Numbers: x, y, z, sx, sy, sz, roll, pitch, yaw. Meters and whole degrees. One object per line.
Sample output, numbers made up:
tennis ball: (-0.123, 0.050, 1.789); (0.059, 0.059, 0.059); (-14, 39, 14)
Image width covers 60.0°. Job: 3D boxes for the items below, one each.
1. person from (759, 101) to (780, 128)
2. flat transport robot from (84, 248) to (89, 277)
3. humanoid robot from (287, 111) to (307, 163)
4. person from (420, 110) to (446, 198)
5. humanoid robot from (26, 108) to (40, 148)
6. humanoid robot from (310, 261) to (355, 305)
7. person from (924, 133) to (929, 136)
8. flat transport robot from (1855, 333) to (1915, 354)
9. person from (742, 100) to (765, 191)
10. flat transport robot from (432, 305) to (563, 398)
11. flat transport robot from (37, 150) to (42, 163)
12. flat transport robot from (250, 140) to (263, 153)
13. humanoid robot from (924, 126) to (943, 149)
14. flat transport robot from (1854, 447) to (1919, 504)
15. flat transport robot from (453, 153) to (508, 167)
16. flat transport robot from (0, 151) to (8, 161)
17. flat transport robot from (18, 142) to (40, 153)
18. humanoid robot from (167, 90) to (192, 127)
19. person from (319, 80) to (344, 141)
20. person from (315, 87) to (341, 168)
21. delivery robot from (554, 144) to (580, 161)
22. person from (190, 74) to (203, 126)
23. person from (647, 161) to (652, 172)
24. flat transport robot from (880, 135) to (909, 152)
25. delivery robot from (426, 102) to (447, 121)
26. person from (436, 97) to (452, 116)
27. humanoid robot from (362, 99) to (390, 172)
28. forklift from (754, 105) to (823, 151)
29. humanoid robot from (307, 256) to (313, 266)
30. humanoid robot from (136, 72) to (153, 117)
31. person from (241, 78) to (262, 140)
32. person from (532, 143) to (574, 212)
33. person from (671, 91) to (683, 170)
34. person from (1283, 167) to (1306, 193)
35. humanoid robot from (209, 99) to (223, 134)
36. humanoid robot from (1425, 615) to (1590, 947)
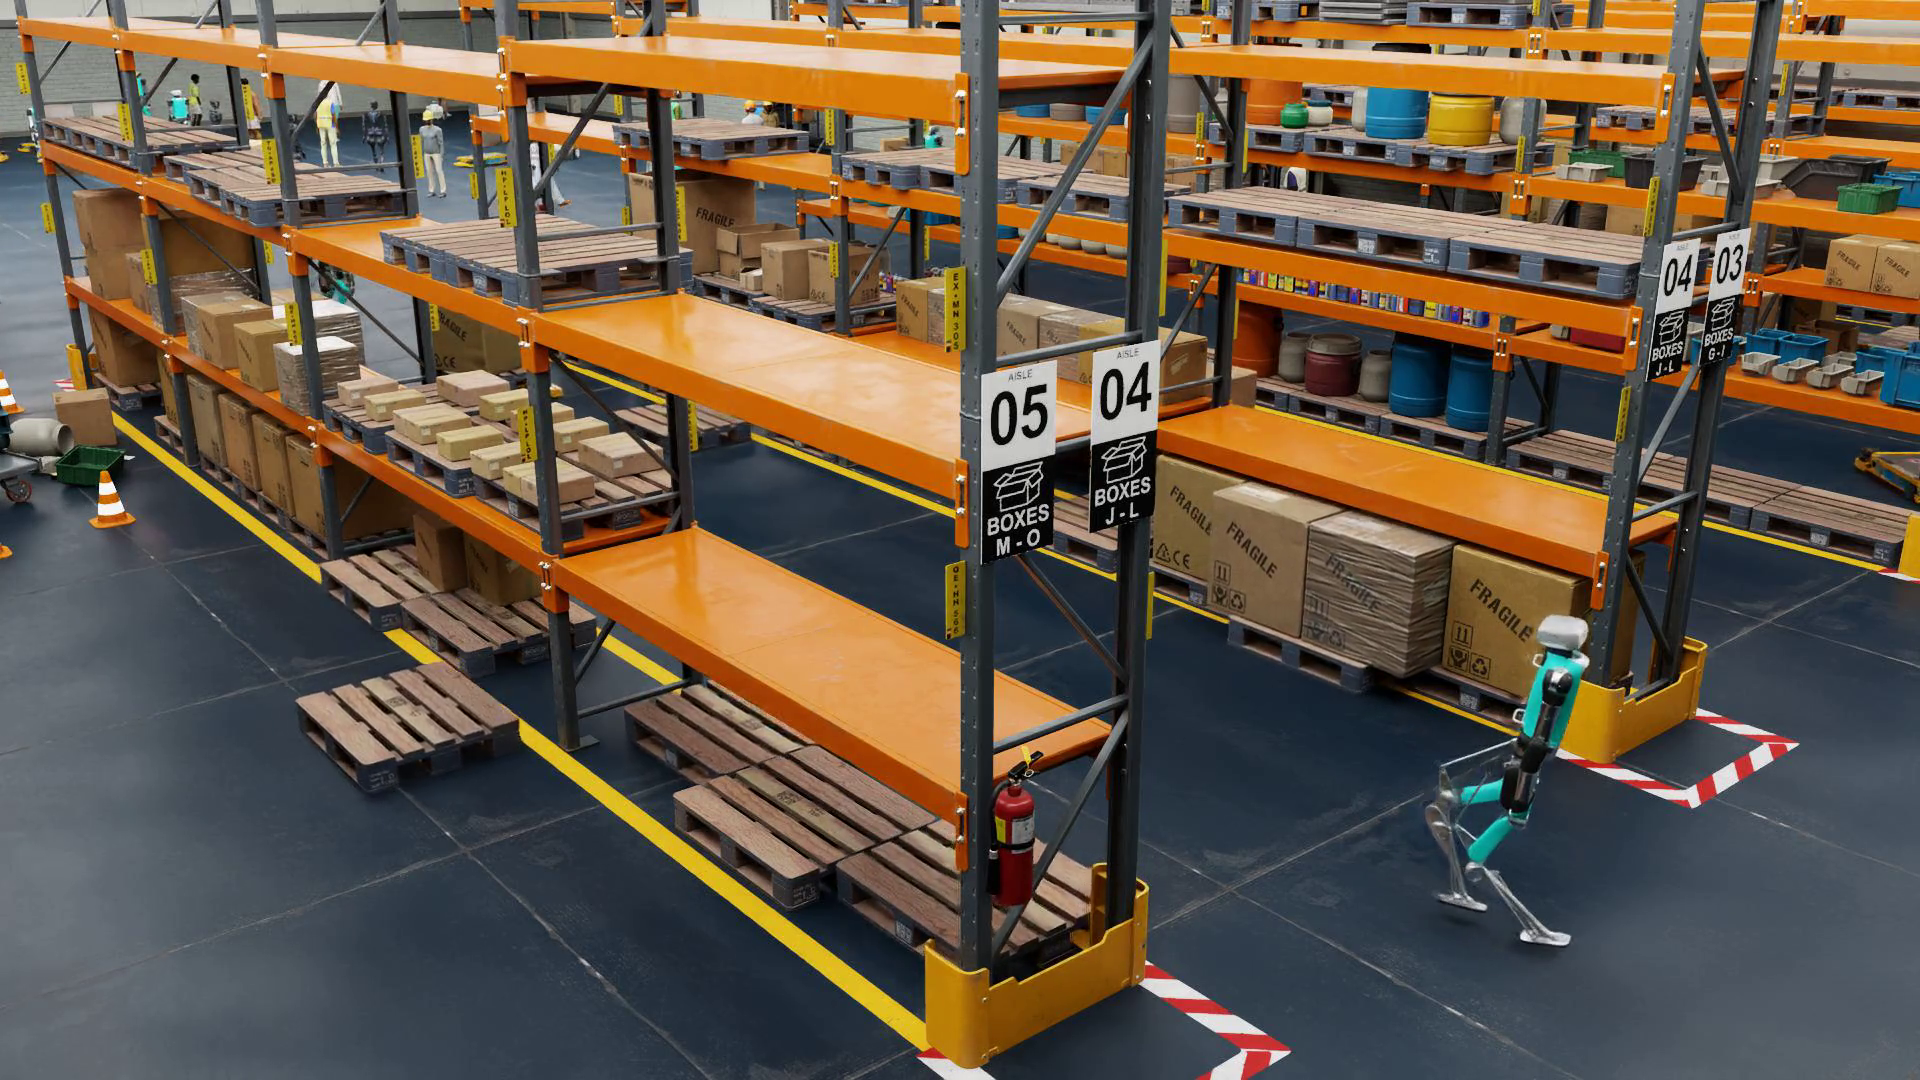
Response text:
person: (-4.299, -9.044, 37.420); (0.536, 1.764, 0.401); (-3, 20, -8)
flat transport robot: (-12.200, -3.754, 24.621); (0.659, 0.231, 1.431); (18, 26, 41)
humanoid robot: (-14.168, -8.262, 35.329); (0.474, 1.637, 0.589); (-2, 19, -5)
person: (-10.908, -7.981, 34.401); (0.530, 1.764, 0.330); (6, 20, 16)
humanoid robot: (-20.506, -8.941, 37.292); (0.533, 1.778, 1.064); (-12, 23, -30)
humanoid robot: (-7.930, -3.193, 20.876); (0.669, 1.831, 0.564); (10, 22, 26)
person: (-0.702, -7.545, 33.195); (0.341, 1.737, 0.476); (-15, 24, -37)
flat transport robot: (11.473, -2.336, 20.585); (0.659, 0.231, 1.431); (-14, 24, -35)
person: (-4.390, -8.355, 35.279); (0.569, 1.889, 0.388); (-12, 23, -31)
flat transport robot: (-5.263, -1.668, 18.683); (1.431, 0.231, 0.659); (-13, 23, -32)
flat transport robot: (-22.165, -9.382, 40.638); (0.659, 0.231, 1.431); (-10, 21, -25)
flat transport robot: (-16.032, -8.291, 37.533); (0.659, 0.231, 1.431); (7, 20, 18)
humanoid robot: (-0.320, -7.027, 31.807); (1.029, 1.777, 0.539); (-17, 25, -39)
flat transport robot: (9.055, -0.570, 15.559); (0.659, 0.231, 1.431); (0, 19, 1)
flat transport robot: (-11.371, -9.086, 39.795); (0.659, 0.231, 1.431); (11, 22, 28)
flat transport robot: (-23.996, -9.293, 40.383); (1.431, 0.231, 0.659); (-6, 20, -15)
flat transport robot: (-23.257, -10.058, 42.561); (1.431, 0.231, 0.659); (2, 19, 7)
humanoid robot: (-18.651, -9.810, 39.652); (0.904, 1.778, 0.542); (13, 23, 33)
person: (-16.962, -11.756, 44.960); (0.507, 1.887, 0.828); (-1, 19, -4)
person: (-14.743, -9.573, 38.736); (0.546, 1.890, 0.385); (2, 19, 5)
delivery robot: (-9.736, -9.611, 40.841); (0.499, 0.583, 0.767); (7, 21, 19)
person: (-21.429, -12.232, 46.645); (0.364, 1.658, 0.688); (-12, 23, -30)
person: (-5.173, -6.018, 28.528); (0.371, 1.958, 0.596); (0, 19, -1)
flat transport robot: (-1.327, -8.147, 37.123); (0.659, 0.231, 1.431); (-8, 21, -21)
delivery robot: (-15.957, -13.020, 50.551); (0.499, 0.589, 0.782); (-12, 23, -31)
person: (-16.135, -14.128, 51.742); (0.506, 1.869, 0.394); (8, 21, 22)
humanoid robot: (-13.480, -9.297, 38.294); (0.612, 1.638, 0.576); (-5, 20, -13)
forklift: (-4.526, -11.368, 42.374); (1.129, 2.768, 1.873); (-15, 24, -37)
humanoid robot: (-10.615, -5.188, 26.570); (0.612, 1.640, 0.332); (9, 21, 24)
humanoid robot: (-22.615, -12.072, 46.109); (0.539, 1.794, 0.805); (1, 19, 2)
person: (-18.046, -10.804, 42.311); (0.794, 1.843, 0.410); (7, 21, 20)
person: (-8.054, -7.338, 32.461); (0.974, 1.834, 0.580); (-9, 21, -25)
person: (-6.503, -9.382, 38.086); (0.386, 1.971, 0.479); (-8, 21, -21)
person: (5.447, -5.484, 27.158); (0.387, 1.849, 0.566); (9, 21, 25)
humanoid robot: (-17.137, -9.338, 38.406); (0.489, 1.651, 0.608); (-5, 20, -14)
humanoid robot: (2.703, 1.182, 8.341); (0.974, 1.733, 0.532); (9, 21, 23)
